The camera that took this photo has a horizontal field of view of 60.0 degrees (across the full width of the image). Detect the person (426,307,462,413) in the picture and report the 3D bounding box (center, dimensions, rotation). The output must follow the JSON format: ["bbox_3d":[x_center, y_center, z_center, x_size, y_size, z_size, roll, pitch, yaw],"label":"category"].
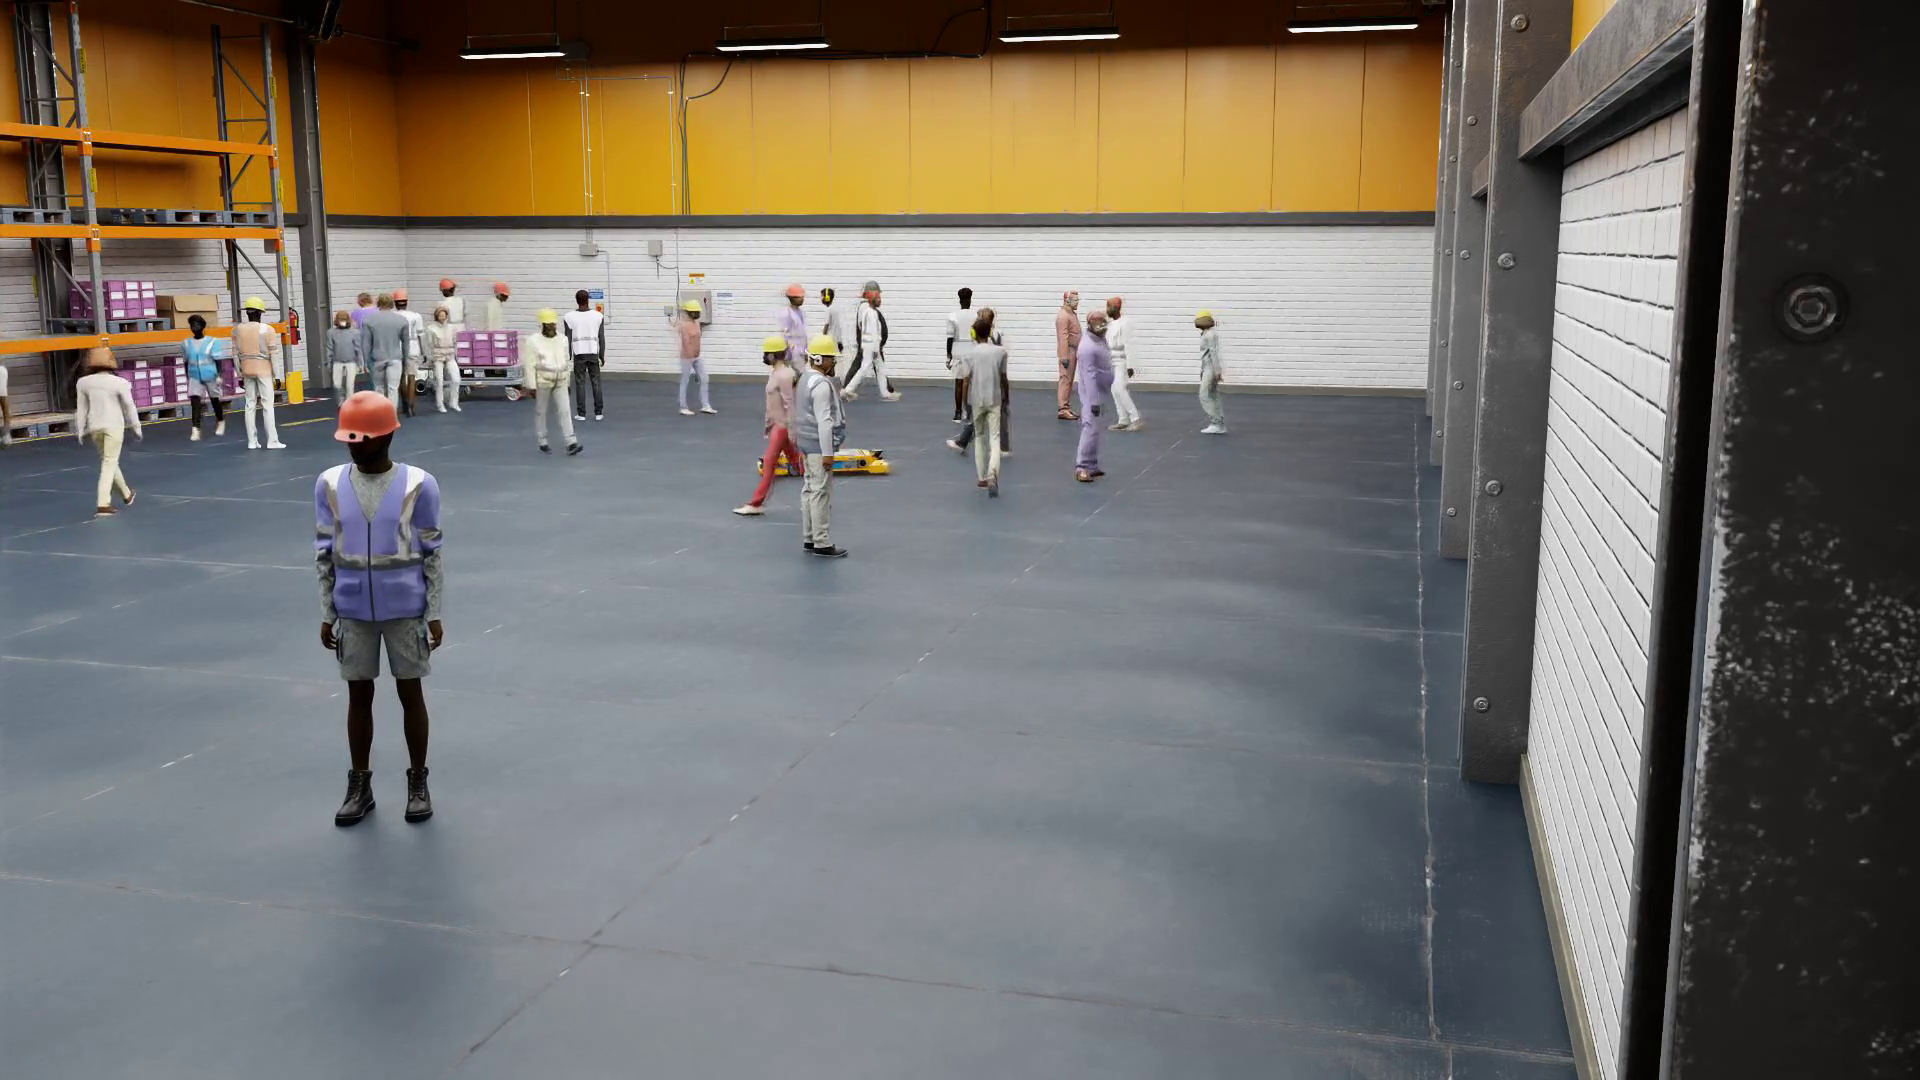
[{"bbox_3d":[-7.897,-2.753,25.516,0.516,1.619,0.517,10,14,43],"label":"person"}]

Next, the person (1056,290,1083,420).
[{"bbox_3d":[1.631,-2.742,24.660,0.407,1.904,0.655,2,10,13],"label":"person"}]

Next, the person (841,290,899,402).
[{"bbox_3d":[-1.511,-3.162,27.240,0.941,1.847,0.591,-1,10,-7],"label":"person"}]

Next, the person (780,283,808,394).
[{"bbox_3d":[-2.507,-2.810,24.733,0.820,2.018,0.617,4,11,20],"label":"person"}]

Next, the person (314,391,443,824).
[{"bbox_3d":[-2.560,0.303,7.347,0.542,1.931,0.375,-1,10,-6],"label":"person"}]

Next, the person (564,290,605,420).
[{"bbox_3d":[-5.516,-2.715,24.487,0.588,1.915,0.398,-4,11,-20],"label":"person"}]

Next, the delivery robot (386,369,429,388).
[{"bbox_3d":[-9.518,-2.810,28.601,0.707,0.478,0.477,-2,10,-14],"label":"delivery robot"}]

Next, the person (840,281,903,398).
[{"bbox_3d":[-1.545,-3.402,28.013,1.058,2.000,0.686,-1,10,-8],"label":"person"}]

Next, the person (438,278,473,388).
[{"bbox_3d":[-9.072,-3.698,29.866,0.617,2.003,0.961,-10,14,-44],"label":"person"}]

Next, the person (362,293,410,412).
[{"bbox_3d":[-8.048,-2.511,23.380,0.634,1.890,1.002,-3,10,-15],"label":"person"}]

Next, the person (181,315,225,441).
[{"bbox_3d":[-10.045,-2.169,22.134,0.537,1.662,0.852,-1,10,-5],"label":"person"}]

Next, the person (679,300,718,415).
[{"bbox_3d":[-3.985,-2.740,25.122,0.703,1.740,0.523,5,11,27],"label":"person"}]

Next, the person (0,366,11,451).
[{"bbox_3d":[-8.900,-0.996,15.087,0.537,1.805,1.016,-3,11,-18],"label":"person"}]

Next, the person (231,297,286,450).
[{"bbox_3d":[-8.821,-2.088,20.906,0.586,1.923,0.371,1,10,5],"label":"person"}]

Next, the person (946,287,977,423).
[{"bbox_3d":[0.088,-2.677,24.142,0.601,1.958,0.380,-1,10,-7],"label":"person"}]

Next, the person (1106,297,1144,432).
[{"bbox_3d":[2.253,-2.427,23.041,0.446,1.849,0.655,-3,10,-14],"label":"person"}]

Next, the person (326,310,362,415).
[{"bbox_3d":[-9.185,-2.626,24.818,0.503,1.618,0.344,-2,10,-14],"label":"person"}]

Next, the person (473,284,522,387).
[{"bbox_3d":[-8.347,-3.667,29.987,1.177,1.877,0.630,0,10,0],"label":"person"}]

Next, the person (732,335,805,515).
[{"bbox_3d":[-1.702,-1.099,15.890,0.927,1.720,0.548,-3,10,-16],"label":"person"}]

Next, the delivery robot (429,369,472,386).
[{"bbox_3d":[-8.798,-2.836,28.750,0.707,0.478,0.477,-2,10,-13],"label":"delivery robot"}]

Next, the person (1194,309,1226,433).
[{"bbox_3d":[3.421,-2.298,22.702,0.514,1.702,0.499,1,10,8],"label":"person"}]

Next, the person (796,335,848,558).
[{"bbox_3d":[-1.145,-0.773,13.727,0.404,1.829,0.592,-3,11,-19],"label":"person"}]

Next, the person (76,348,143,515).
[{"bbox_3d":[-8.170,-1.057,16.028,0.533,1.575,0.890,0,10,2],"label":"person"}]

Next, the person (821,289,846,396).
[{"bbox_3d":[-2.306,-3.381,28.501,0.961,1.822,0.550,2,10,10],"label":"person"}]

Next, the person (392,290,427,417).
[{"bbox_3d":[-8.390,-2.831,25.196,0.561,1.884,0.984,-2,10,-12],"label":"person"}]

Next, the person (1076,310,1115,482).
[{"bbox_3d":[1.499,-1.580,18.215,0.395,1.865,0.746,3,10,15],"label":"person"}]

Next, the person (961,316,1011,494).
[{"bbox_3d":[0.275,-1.398,17.265,0.529,1.835,0.838,0,10,-1],"label":"person"}]

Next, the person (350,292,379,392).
[{"bbox_3d":[-9.859,-3.257,27.899,0.663,1.790,0.931,-3,10,-16],"label":"person"}]

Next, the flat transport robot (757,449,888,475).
[{"bbox_3d":[-1.561,-0.888,18.787,1.431,0.197,0.652,-2,10,-9],"label":"flat transport robot"}]

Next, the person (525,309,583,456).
[{"bbox_3d":[-4.966,-1.912,20.289,0.625,1.783,0.914,-8,13,-38],"label":"person"}]

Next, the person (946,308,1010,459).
[{"bbox_3d":[0.251,-1.895,20.134,0.942,1.803,0.540,8,13,39],"label":"person"}]
